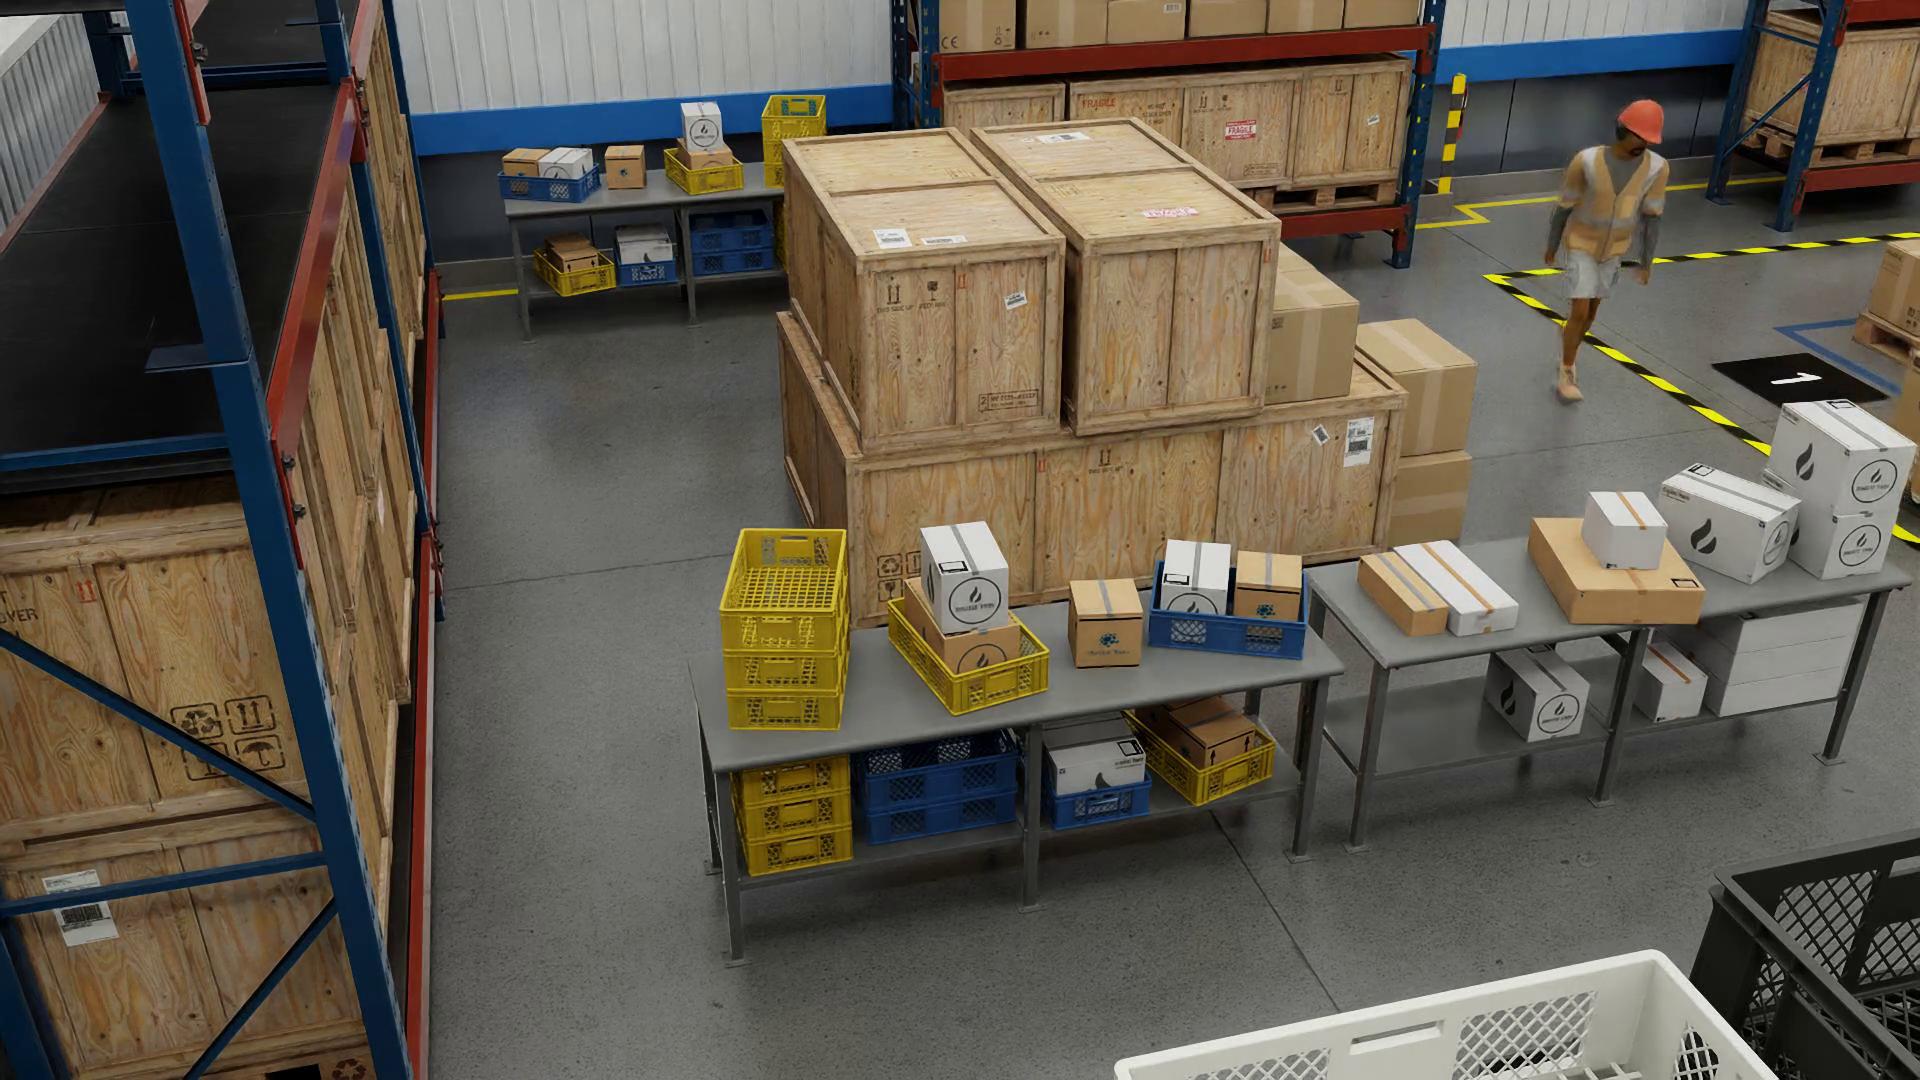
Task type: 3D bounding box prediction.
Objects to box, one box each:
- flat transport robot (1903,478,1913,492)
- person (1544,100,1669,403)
[{"bbox_3d":[5.970,-0.204,9.458,0.652,0.197,1.431,-7,30,-13],"label":"flat transport robot"},{"bbox_3d":[4.132,-1.861,10.707,0.623,1.990,0.880,1,29,2],"label":"person"}]
